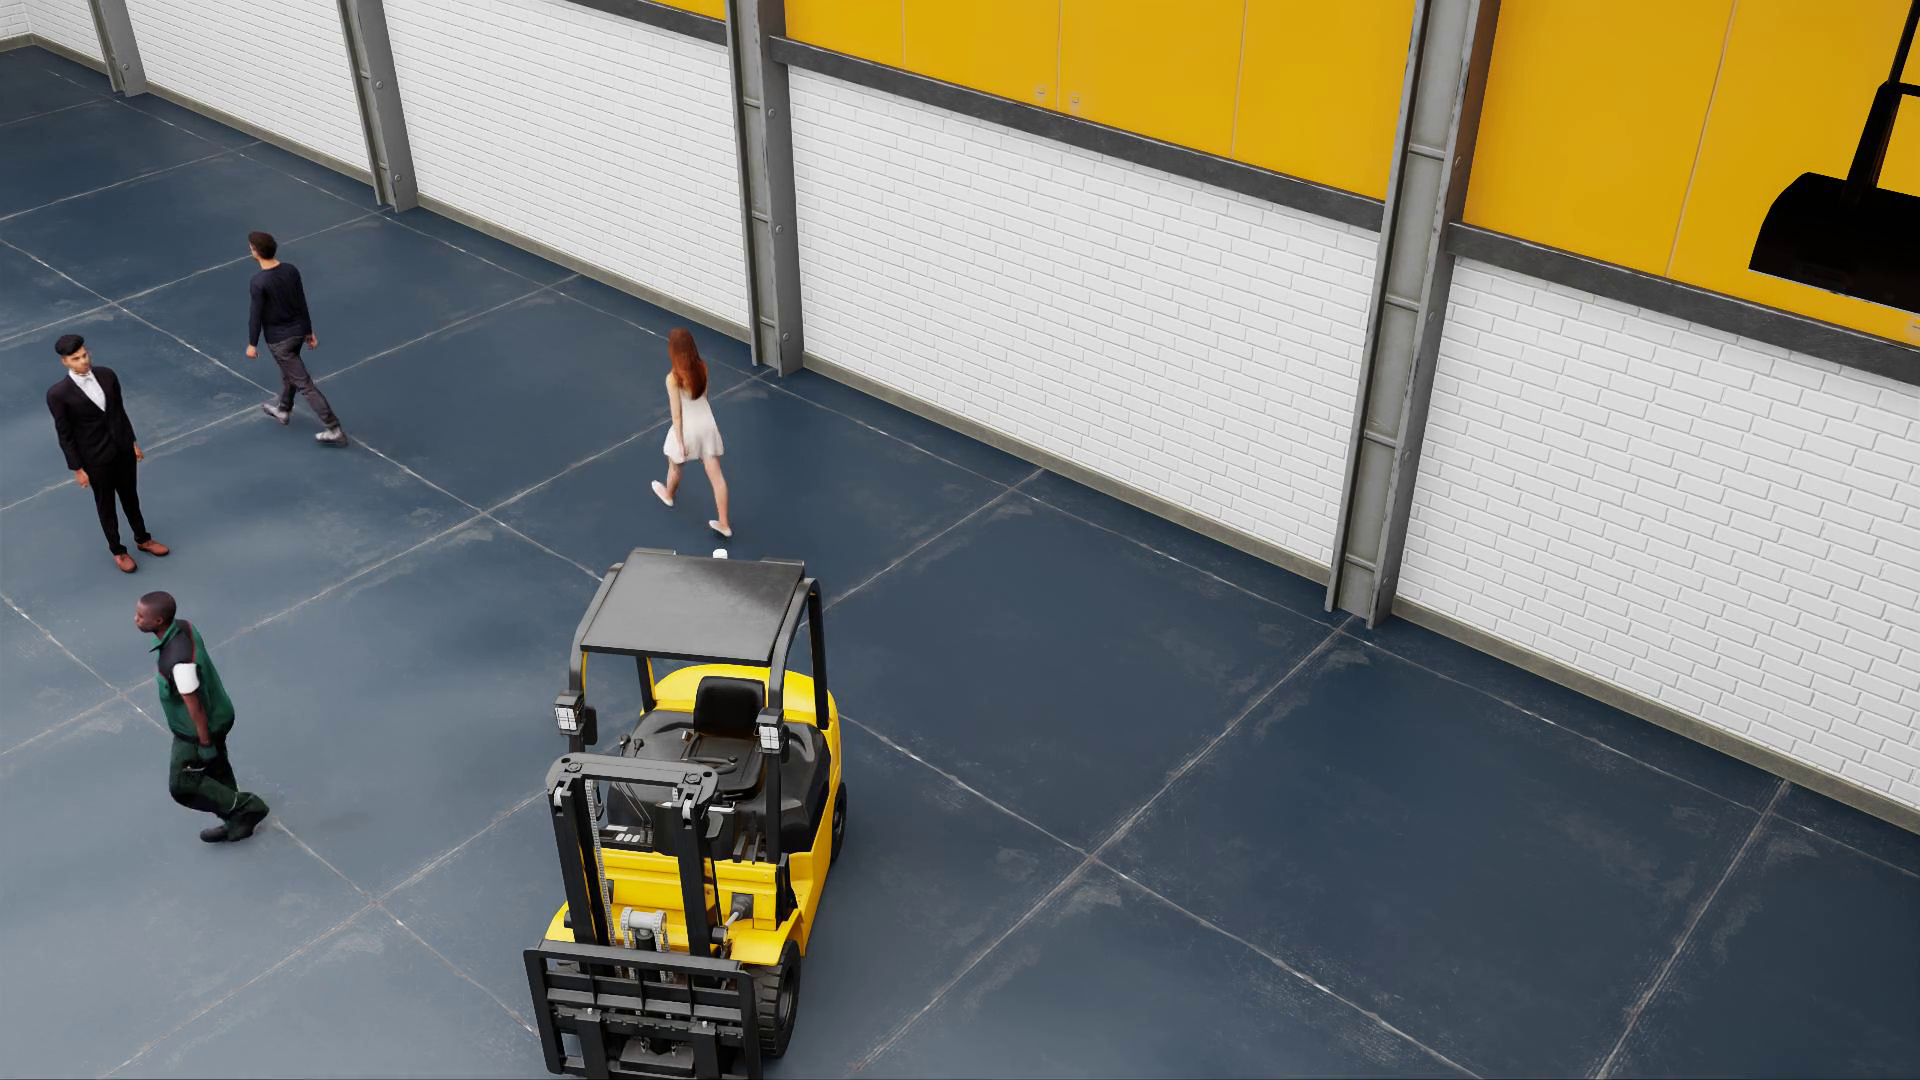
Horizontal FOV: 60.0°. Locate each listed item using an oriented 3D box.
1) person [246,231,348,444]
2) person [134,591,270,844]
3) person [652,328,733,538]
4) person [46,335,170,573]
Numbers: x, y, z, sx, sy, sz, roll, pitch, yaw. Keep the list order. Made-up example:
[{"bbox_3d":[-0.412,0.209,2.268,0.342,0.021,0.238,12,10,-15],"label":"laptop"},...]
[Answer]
[{"bbox_3d":[-5.485,-1.611,13.728,1.272,1.819,0.900,13,36,19],"label":"person"},{"bbox_3d":[-4.359,1.054,9.712,0.894,1.827,0.807,-14,36,-20],"label":"person"},{"bbox_3d":[-1.955,-0.779,12.622,0.703,1.658,1.158,-24,41,-32],"label":"person"},{"bbox_3d":[-6.305,-0.664,12.245,0.597,1.884,0.725,19,38,26],"label":"person"}]
